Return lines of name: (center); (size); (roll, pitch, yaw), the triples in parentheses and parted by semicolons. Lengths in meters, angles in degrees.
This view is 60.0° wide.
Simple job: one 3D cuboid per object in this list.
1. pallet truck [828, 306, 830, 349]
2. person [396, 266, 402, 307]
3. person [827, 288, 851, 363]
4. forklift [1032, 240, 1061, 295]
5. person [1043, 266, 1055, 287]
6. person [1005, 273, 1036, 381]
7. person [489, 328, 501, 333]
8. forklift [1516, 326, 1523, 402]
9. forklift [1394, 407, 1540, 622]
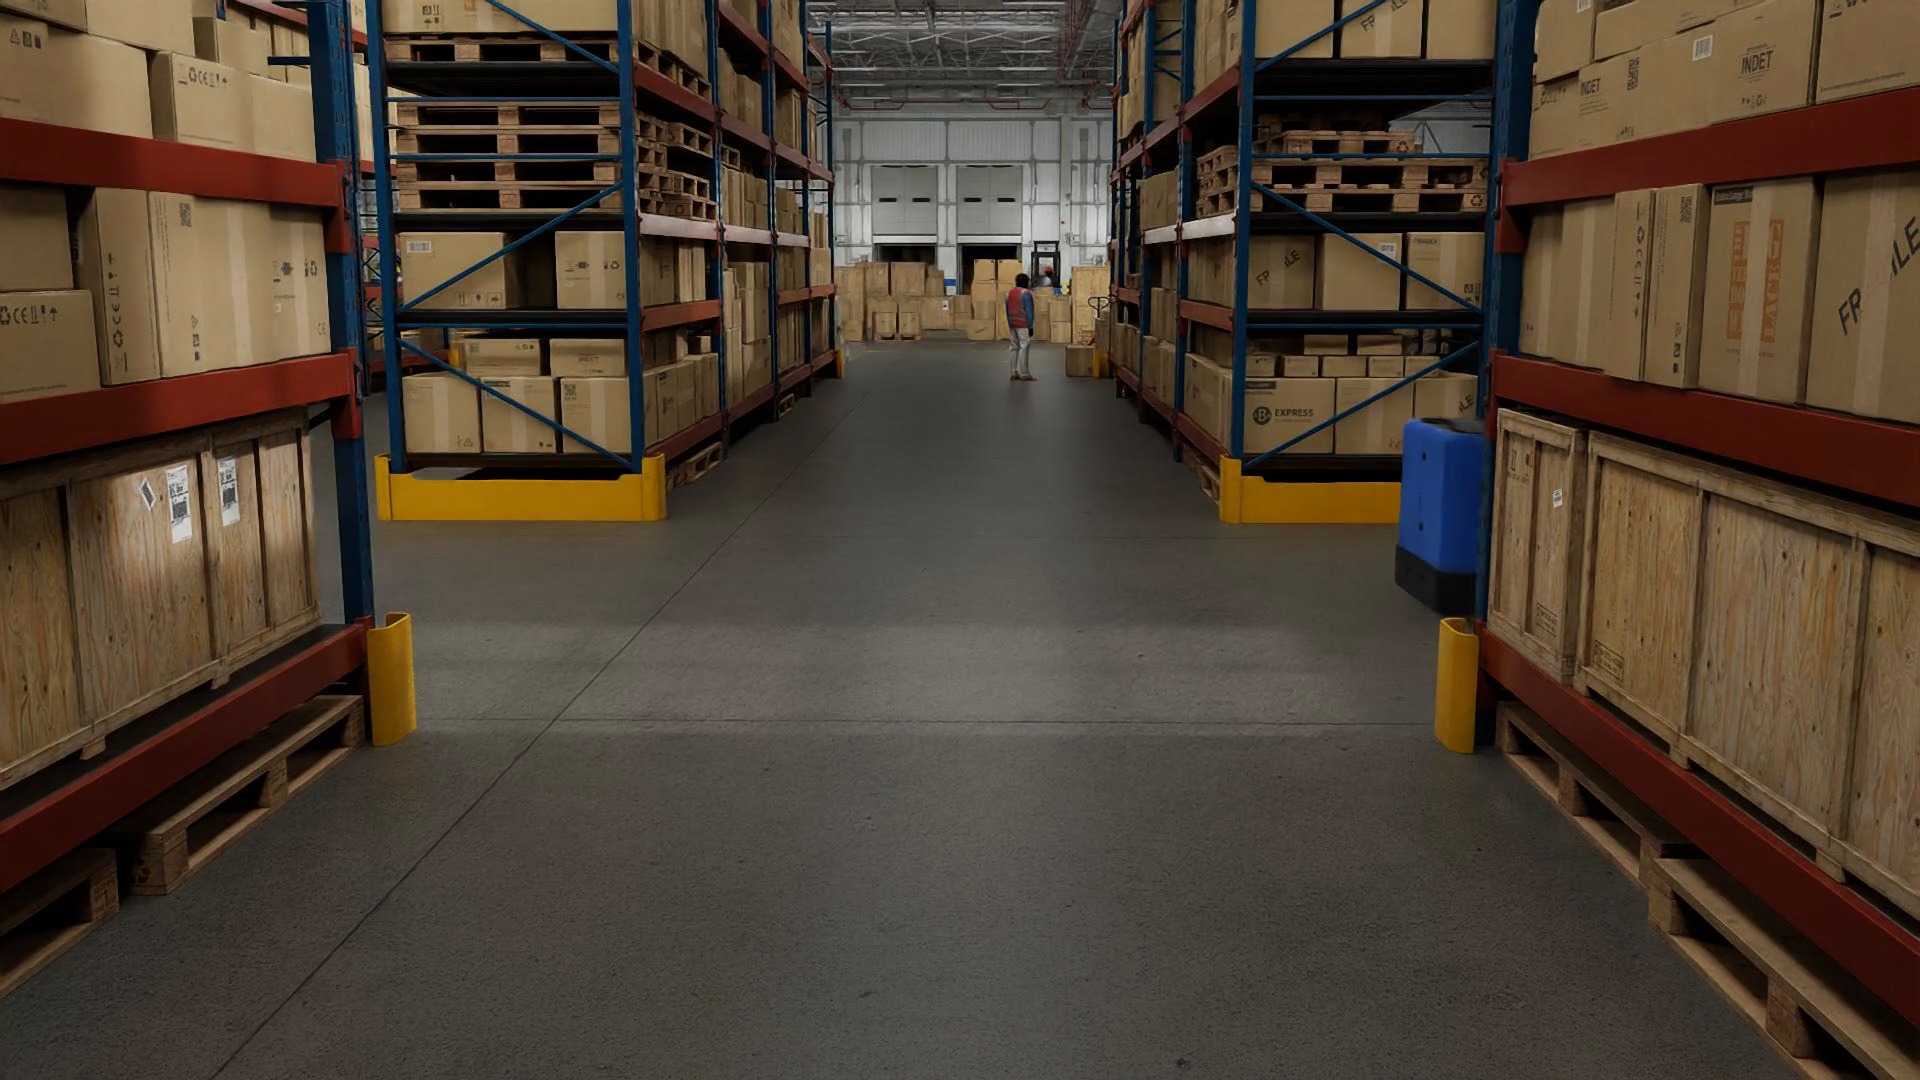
pallet truck: (-3.100, -3.940, 29.800); (1.885, 1.965, 0.823); (3, 10, 19)
person: (-19.177, -8.350, 56.536); (0.587, 1.892, 0.794); (-9, 13, -44)
person: (-2.580, -4.303, 33.210); (0.890, 1.585, 0.517); (-2, 10, -11)
forklift: (3.172, -9.648, 61.356); (1.129, 2.768, 1.873); (0, 9, 1)
person: (2.723, -7.737, 52.770); (0.577, 1.925, 0.547); (0, 9, 2)
person: (1.059, -3.648, 28.520); (0.430, 1.845, 0.620); (-7, 12, -36)
person: (-9.390, -4.450, 33.225); (0.921, 1.872, 0.659); (4, 10, 21)
forklift: (7.550, -3.354, 23.651); (1.873, 2.768, 1.129); (0, 9, 1)
forklift: (3.584, -0.989, 9.489); (1.873, 2.768, 1.129); (0, 9, 0)
